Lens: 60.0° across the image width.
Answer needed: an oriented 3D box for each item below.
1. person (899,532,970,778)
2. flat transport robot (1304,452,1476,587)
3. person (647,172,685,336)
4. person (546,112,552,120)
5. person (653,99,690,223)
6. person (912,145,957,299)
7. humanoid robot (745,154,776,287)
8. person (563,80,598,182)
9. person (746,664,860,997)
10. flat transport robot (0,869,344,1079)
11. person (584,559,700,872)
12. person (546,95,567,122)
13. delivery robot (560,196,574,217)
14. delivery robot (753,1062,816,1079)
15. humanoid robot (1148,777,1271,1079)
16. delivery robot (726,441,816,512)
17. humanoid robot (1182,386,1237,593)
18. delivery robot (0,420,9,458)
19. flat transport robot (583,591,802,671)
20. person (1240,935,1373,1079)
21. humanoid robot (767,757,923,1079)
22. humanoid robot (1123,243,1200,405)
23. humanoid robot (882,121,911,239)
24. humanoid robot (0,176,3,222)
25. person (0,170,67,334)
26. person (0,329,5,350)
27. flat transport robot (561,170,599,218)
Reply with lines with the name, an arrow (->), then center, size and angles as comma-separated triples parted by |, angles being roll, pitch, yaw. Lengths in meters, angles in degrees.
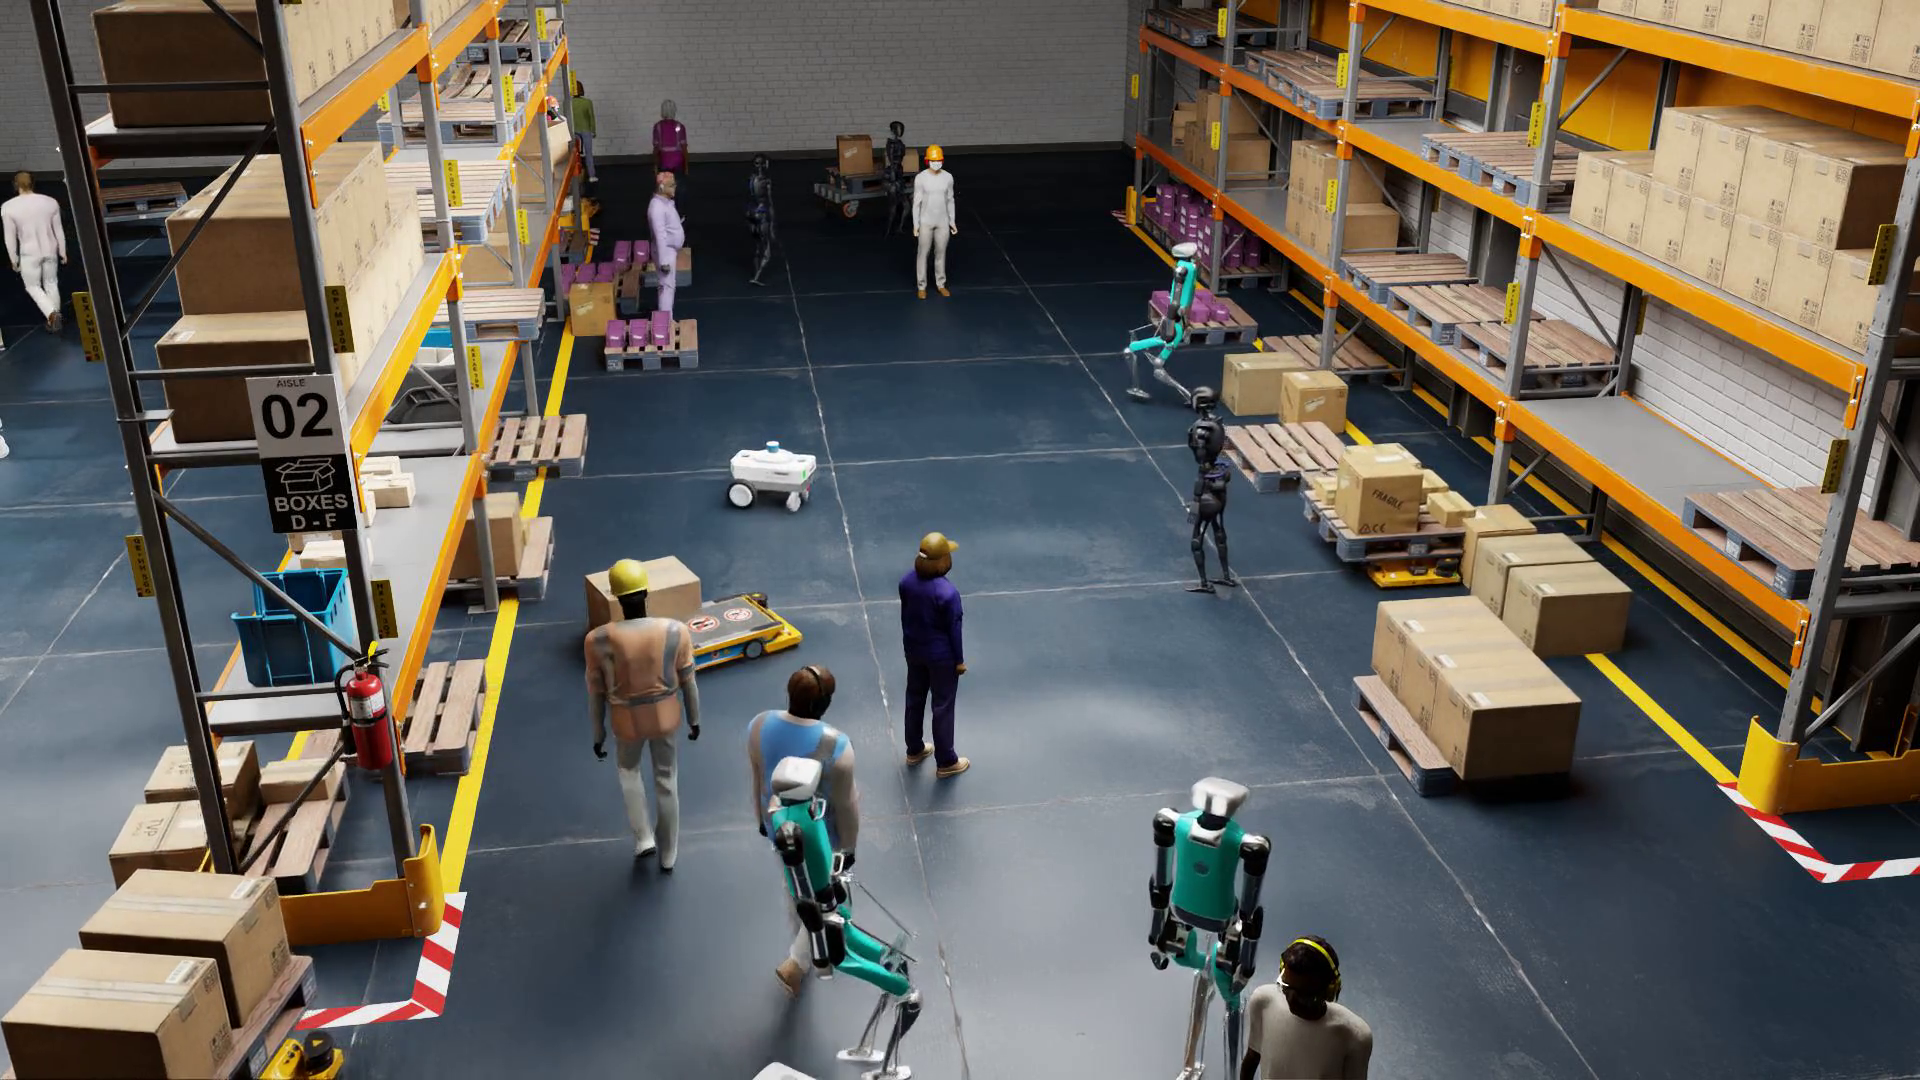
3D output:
person -> -0.155, 0.701, 10.391 | 0.469, 1.622, 0.344 | 19, 30, 37
flat transport robot -> 3.511, 0.006, 13.663 | 0.659, 0.231, 1.431 | -3, 24, -7
person -> -3.350, -3.281, 19.129 | 0.398, 1.901, 0.665 | -2, 24, -5
person -> -6.401, -5.814, 24.966 | 0.633, 1.842, 0.429 | -2, 24, -5
person -> -4.214, -5.490, 24.239 | 0.528, 1.827, 0.652 | -1, 24, -2
person -> -0.315, -3.955, 20.668 | 0.571, 1.896, 0.374 | -8, 25, -17
humanoid robot -> -2.586, -4.068, 21.203 | 0.457, 1.647, 0.608 | -17, 29, -33
person -> -6.193, -6.663, 27.158 | 0.502, 1.632, 0.282 | -1, 24, -3
person -> -0.800, 1.481, 8.385 | 0.640, 1.822, 0.612 | 12, 27, 26
flat transport robot -> -3.738, 2.567, 7.830 | 1.431, 0.231, 0.659 | 2, 24, 5
person -> -1.774, 0.995, 9.370 | 0.616, 1.902, 0.445 | -6, 25, -14
person -> -6.109, -5.817, 25.082 | 0.560, 1.751, 0.323 | 4, 24, 10
delivery robot -> -6.035, -4.831, 24.341 | 0.799, 0.605, 0.499 | -6, 24, -14
delivery robot -> -0.924, 2.673, 7.256 | 0.499, 0.613, 0.790 | 14, 27, 29
humanoid robot -> 1.192, 1.857, 7.741 | 0.543, 1.890, 0.672 | 12, 26, 26
delivery robot -> -1.655, -0.572, 14.616 | 0.748, 0.587, 0.524 | 5, 24, 11
humanoid robot -> 1.949, -0.382, 12.817 | 0.447, 1.638, 0.602 | 8, 25, 17
delivery robot -> -9.390, -0.993, 15.578 | 0.782, 0.589, 0.499 | -16, 28, -32
flat transport robot -> -1.923, 0.730, 12.016 | 1.431, 0.231, 0.659 | -16, 28, -31
person -> 1.293, 2.309, 6.430 | 0.530, 1.868, 0.309 | 14, 27, 29
humanoid robot -> -0.449, 1.806, 7.744 | 0.827, 1.761, 0.541 | 1, 24, 2
humanoid robot -> 2.020, -2.156, 16.795 | 1.054, 1.738, 0.540 | 11, 26, 23
humanoid robot -> -0.914, -5.087, 23.515 | 0.397, 1.640, 0.608 | 4, 24, 9
humanoid robot -> -14.379, -5.410, 24.290 | 0.543, 1.630, 0.607 | 20, 30, 37
person -> -10.562, -3.277, 19.092 | 0.665, 1.918, 0.637 | 21, 31, 40
person -> -11.040, -2.963, 18.578 | 0.325, 1.752, 0.562 | -17, 29, -33
flat transport robot -> -6.226, -5.000, 25.069 | 1.431, 0.231, 0.659 | 0, 24, 1
